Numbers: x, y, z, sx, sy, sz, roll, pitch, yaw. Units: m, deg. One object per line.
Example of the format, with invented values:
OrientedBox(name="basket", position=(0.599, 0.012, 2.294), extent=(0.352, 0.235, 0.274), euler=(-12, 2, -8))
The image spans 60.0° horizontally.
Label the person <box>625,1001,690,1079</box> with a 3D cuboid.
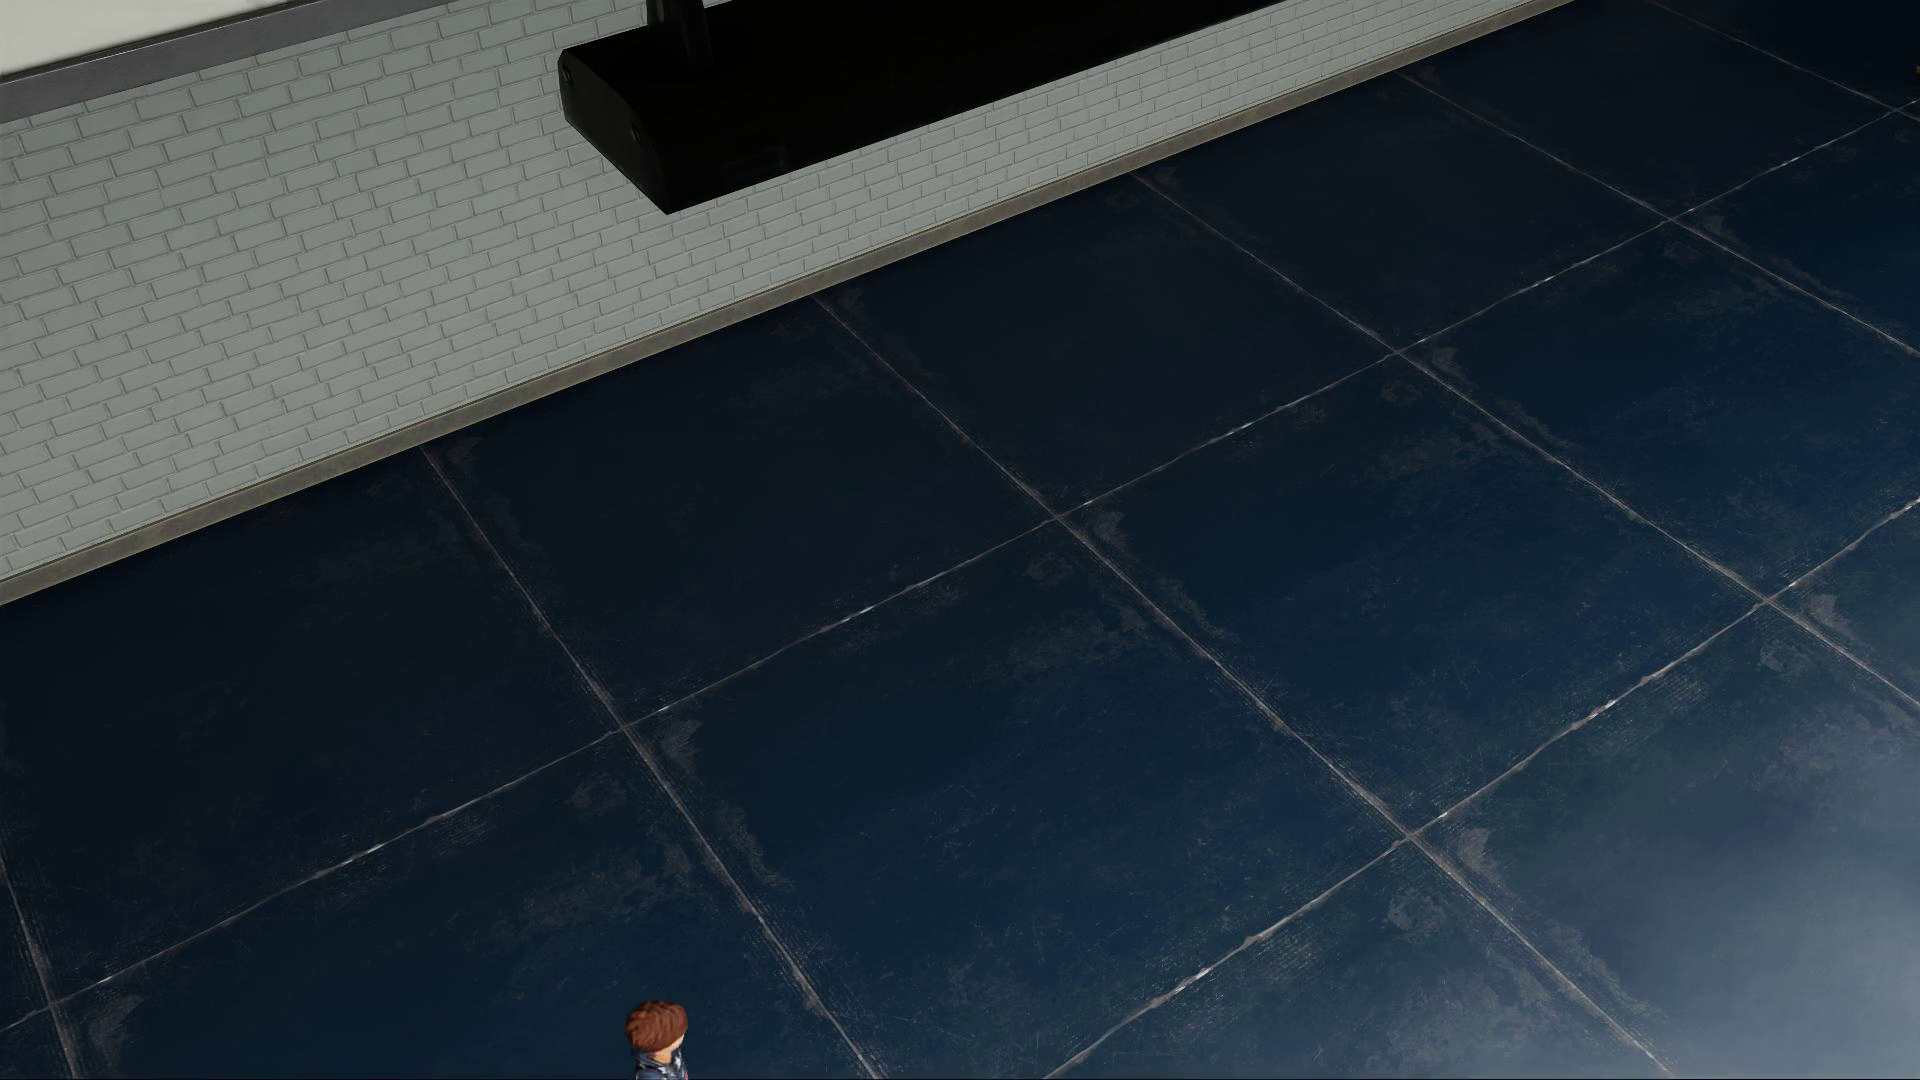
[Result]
OrientedBox(name="person", position=(-1.242, 2.325, 6.703), extent=(0.671, 1.430, 0.573), euler=(-7, 44, -8))
